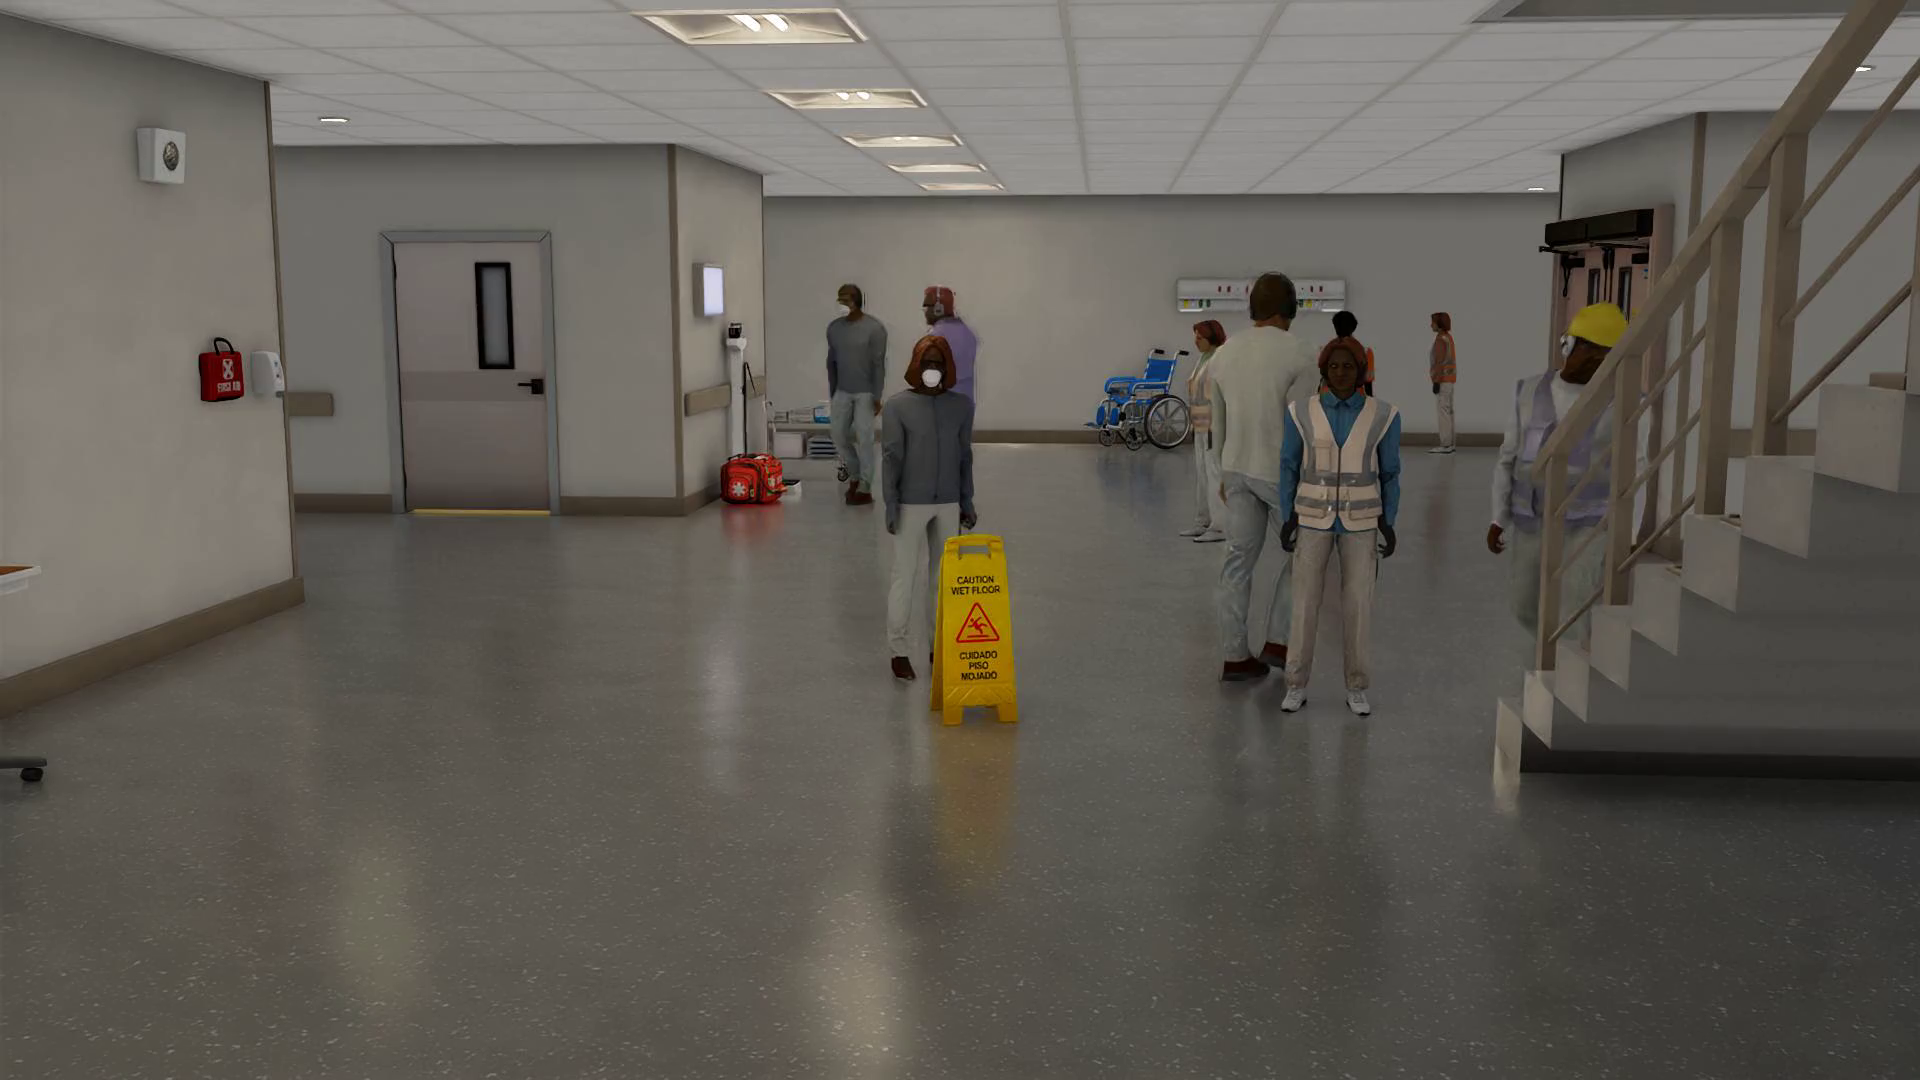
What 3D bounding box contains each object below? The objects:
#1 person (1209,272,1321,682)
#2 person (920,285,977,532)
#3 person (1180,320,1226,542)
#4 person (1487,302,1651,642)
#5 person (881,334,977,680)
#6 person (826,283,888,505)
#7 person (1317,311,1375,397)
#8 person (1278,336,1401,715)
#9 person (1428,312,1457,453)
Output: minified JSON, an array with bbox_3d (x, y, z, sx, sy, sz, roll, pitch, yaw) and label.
[{"bbox_3d":[1.450,-0.291,7.838,0.579,1.917,0.657,-8,11,-43],"label":"person"},{"bbox_3d":[-0.114,-0.947,12.432,0.419,1.895,0.667,5,10,32],"label":"person"},{"bbox_3d":[1.836,-0.803,12.291,0.308,1.638,0.511,-1,8,-9],"label":"person"},{"bbox_3d":[2.548,-0.097,6.975,0.604,1.786,0.738,7,11,39],"label":"person"},{"bbox_3d":[-0.143,-0.158,7.916,0.502,1.631,0.284,-5,10,-30],"label":"person"},{"bbox_3d":[-0.902,-1.255,14.382,0.645,1.922,0.415,5,10,30],"label":"person"},{"bbox_3d":[3.333,-1.156,14.541,0.545,1.688,0.363,5,10,29],"label":"person"},{"bbox_3d":[1.639,-0.058,7.212,0.515,1.641,0.314,2,9,13],"label":"person"},{"bbox_3d":[5.571,-1.814,19.211,0.322,1.626,0.529,4,9,26],"label":"person"}]
